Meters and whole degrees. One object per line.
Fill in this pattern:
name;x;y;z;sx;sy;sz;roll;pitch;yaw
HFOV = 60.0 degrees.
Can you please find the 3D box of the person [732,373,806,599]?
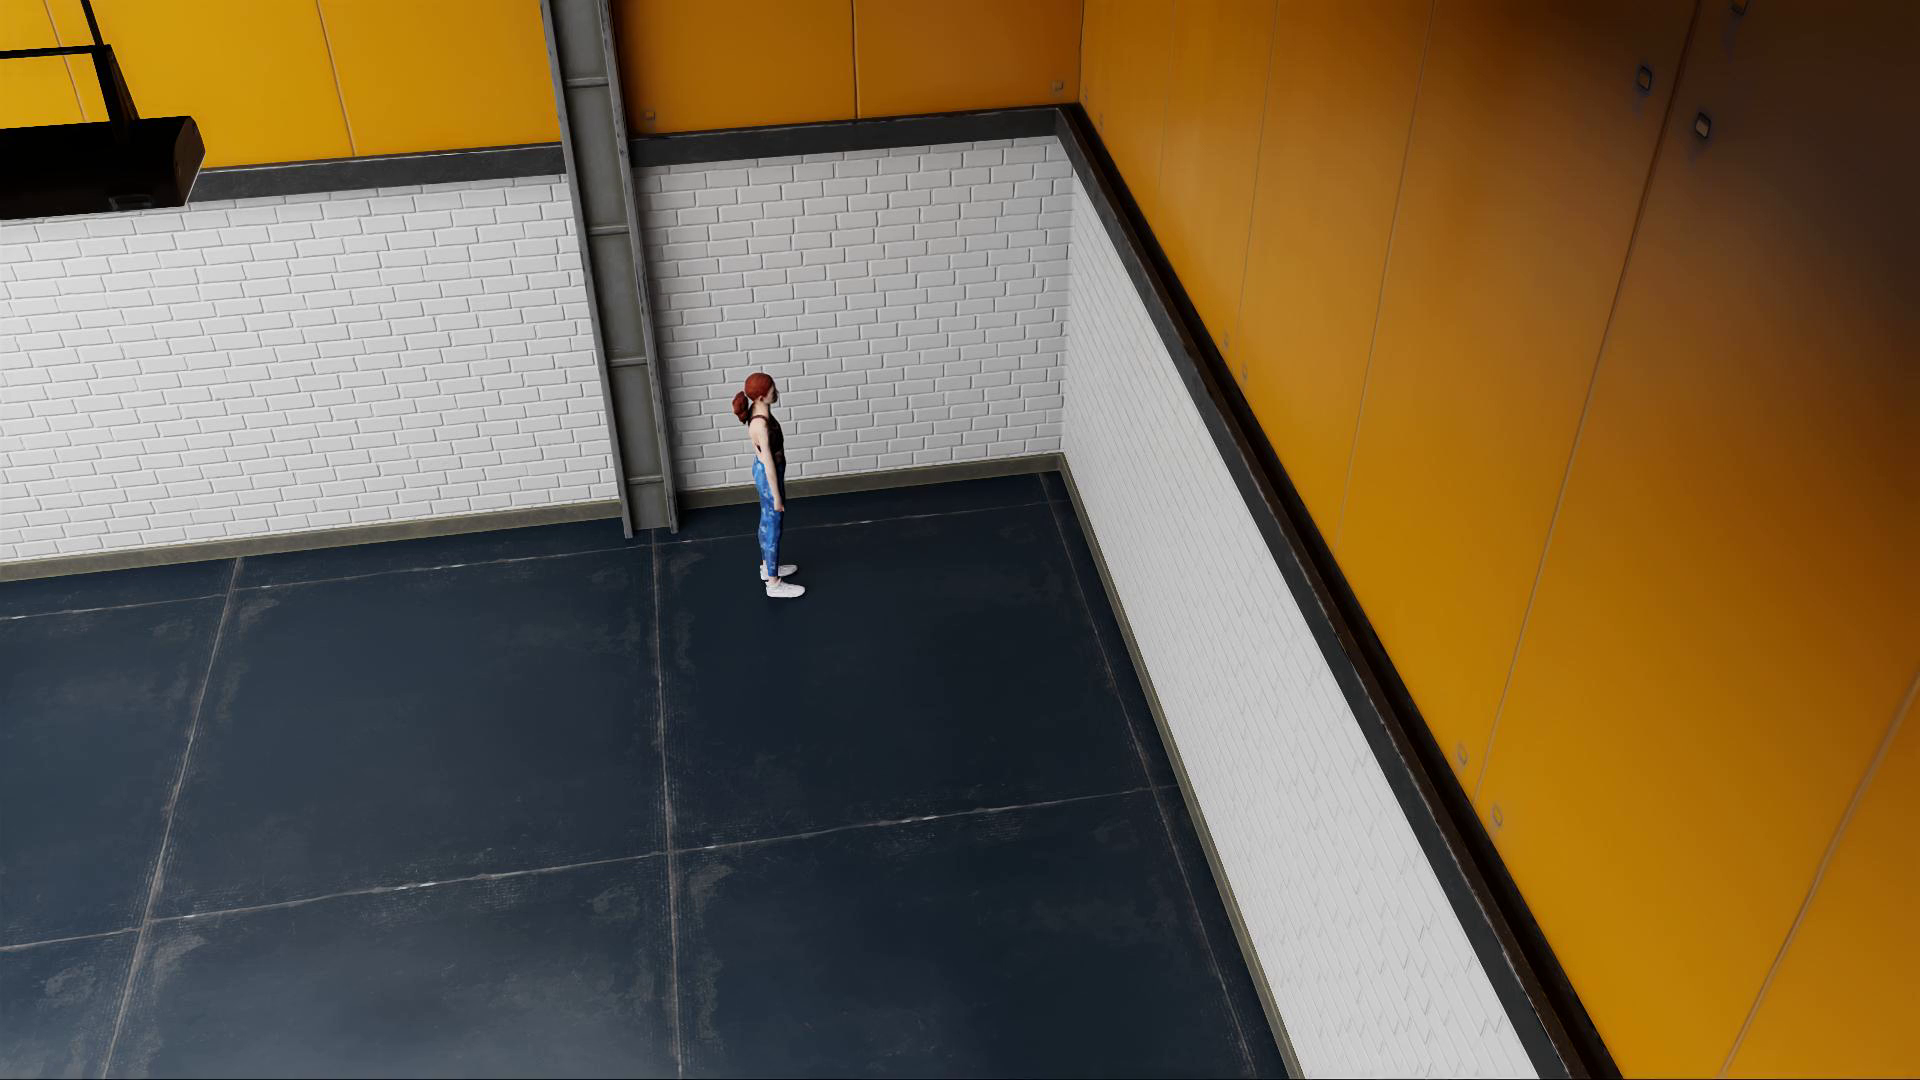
person;-1.303;-0.384;11.393;0.603;1.785;0.584;-10;40;-12
